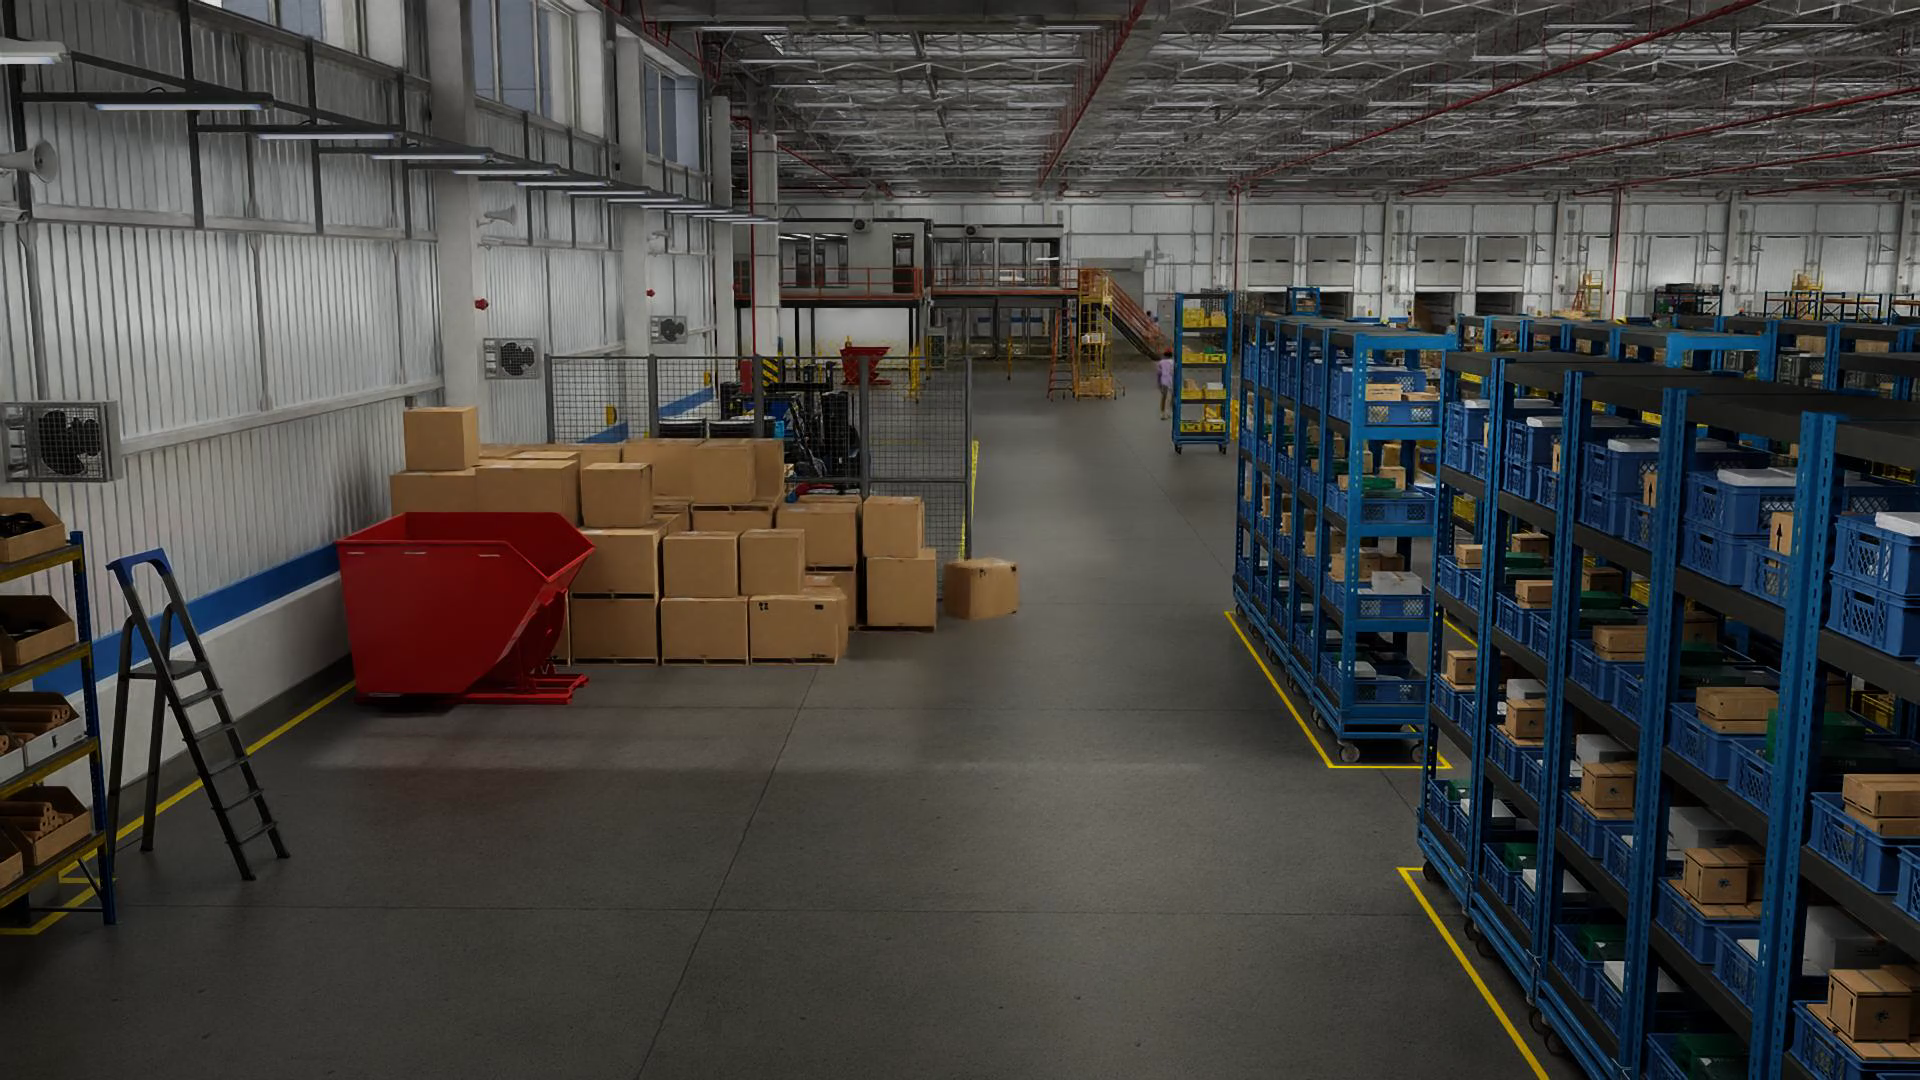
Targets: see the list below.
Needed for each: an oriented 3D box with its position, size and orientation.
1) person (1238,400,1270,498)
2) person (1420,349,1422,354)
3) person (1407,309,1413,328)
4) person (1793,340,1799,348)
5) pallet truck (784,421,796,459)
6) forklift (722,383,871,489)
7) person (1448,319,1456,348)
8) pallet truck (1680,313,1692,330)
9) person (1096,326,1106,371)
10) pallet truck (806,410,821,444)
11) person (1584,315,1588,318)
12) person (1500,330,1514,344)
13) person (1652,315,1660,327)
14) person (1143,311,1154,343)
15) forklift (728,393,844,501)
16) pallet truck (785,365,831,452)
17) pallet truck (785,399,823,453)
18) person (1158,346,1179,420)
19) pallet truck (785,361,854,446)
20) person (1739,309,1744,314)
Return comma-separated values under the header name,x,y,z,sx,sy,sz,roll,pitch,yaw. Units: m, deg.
name,x,y,z,sx,sy,sz,roll,pitch,yaw
person,5.096,-1.475,28.665,0.648,1.904,0.401,-5,10,-28
person,17.723,-7.207,64.495,0.560,1.756,0.531,3,10,15
person,25.591,-12.173,94.619,0.395,1.920,0.584,5,11,30
person,27.689,-5.722,55.196,0.628,1.788,0.898,1,9,6
pallet truck,-4.013,-1.793,32.705,1.601,1.201,0.680,0,9,1
forklift,-2.893,-1.687,28.729,2.680,1.987,1.157,0,9,-1
person,23.109,-9.434,78.011,0.956,1.818,0.554,-5,11,-30
pallet truck,36.315,-10.531,84.244,0.823,1.965,1.885,-6,11,-33
person,5.753,-7.794,67.871,0.346,1.839,0.501,-3,10,-17
pallet truck,-3.559,-2.018,33.905,1.522,1.261,0.704,0,9,-1
person,31.638,-10.468,84.219,1.031,1.879,0.649,-4,10,-23
person,20.361,-6.912,62.099,0.379,1.937,0.548,-9,13,-43
person,35.774,-10.704,85.914,0.913,1.798,0.637,1,9,8
person,10.689,-12.097,94.424,0.638,1.825,0.441,8,12,40
forklift,-2.979,-1.316,26.476,2.680,1.987,1.157,0,9,1
pallet truck,-3.774,-2.976,37.635,1.885,1.965,0.823,1,9,5
pallet truck,-3.814,-2.432,36.419,1.630,1.274,0.653,0,9,1
person,5.789,-4.329,45.936,0.637,2.008,0.868,6,11,33
pallet truck,-3.410,-3.193,38.978,1.885,1.965,0.823,0,9,-1
person,44.271,-12.131,94.295,0.552,1.937,0.356,-2,10,-15
